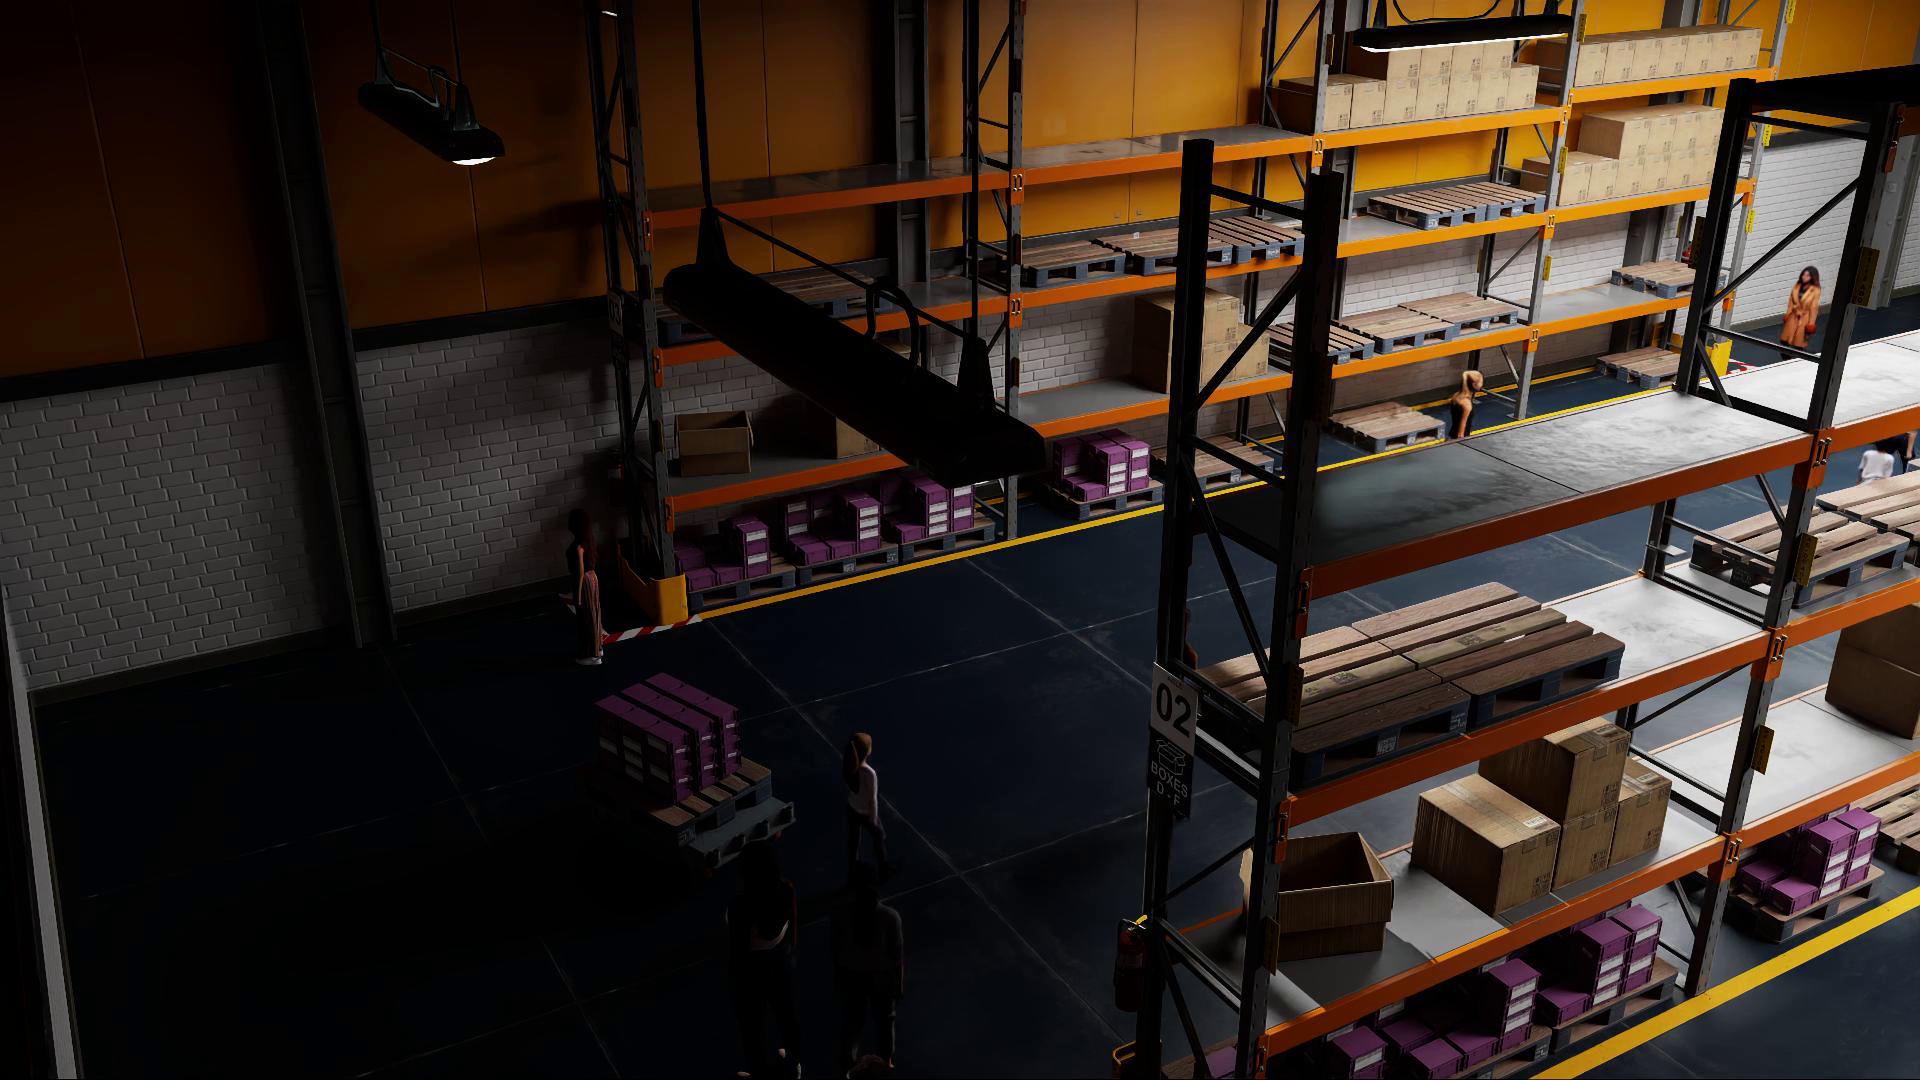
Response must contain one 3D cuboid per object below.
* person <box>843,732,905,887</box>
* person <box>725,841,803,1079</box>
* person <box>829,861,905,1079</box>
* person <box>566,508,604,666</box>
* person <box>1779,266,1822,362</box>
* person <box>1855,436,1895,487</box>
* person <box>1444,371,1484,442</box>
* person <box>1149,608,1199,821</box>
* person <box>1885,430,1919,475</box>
[{"bbox_3d":[-0.768,2.025,12.323,0.623,1.269,0.743,21,31,40],"label":"person"},{"bbox_3d":[-1.203,2.635,10.252,0.589,1.810,0.742,-18,30,-36],"label":"person"},{"bbox_3d":[-0.591,2.756,10.174,0.995,1.652,1.014,5,24,10],"label":"person"},{"bbox_3d":[-3.527,0.420,15.628,0.661,1.563,0.635,0,24,0],"label":"person"},{"bbox_3d":[11.767,-2.984,23.233,0.682,1.709,0.723,-16,28,-32],"label":"person"},{"bbox_3d":[10.084,-0.612,18.390,0.742,1.241,0.931,14,27,28],"label":"person"},{"bbox_3d":[5.482,-1.050,18.684,1.229,1.809,0.895,-3,24,-8],"label":"person"},{"bbox_3d":[1.683,1.366,13.126,0.600,1.834,0.629,-21,31,-40],"label":"person"},{"bbox_3d":[10.604,-1.093,18.944,1.022,1.680,0.759,-7,25,-16],"label":"person"}]
